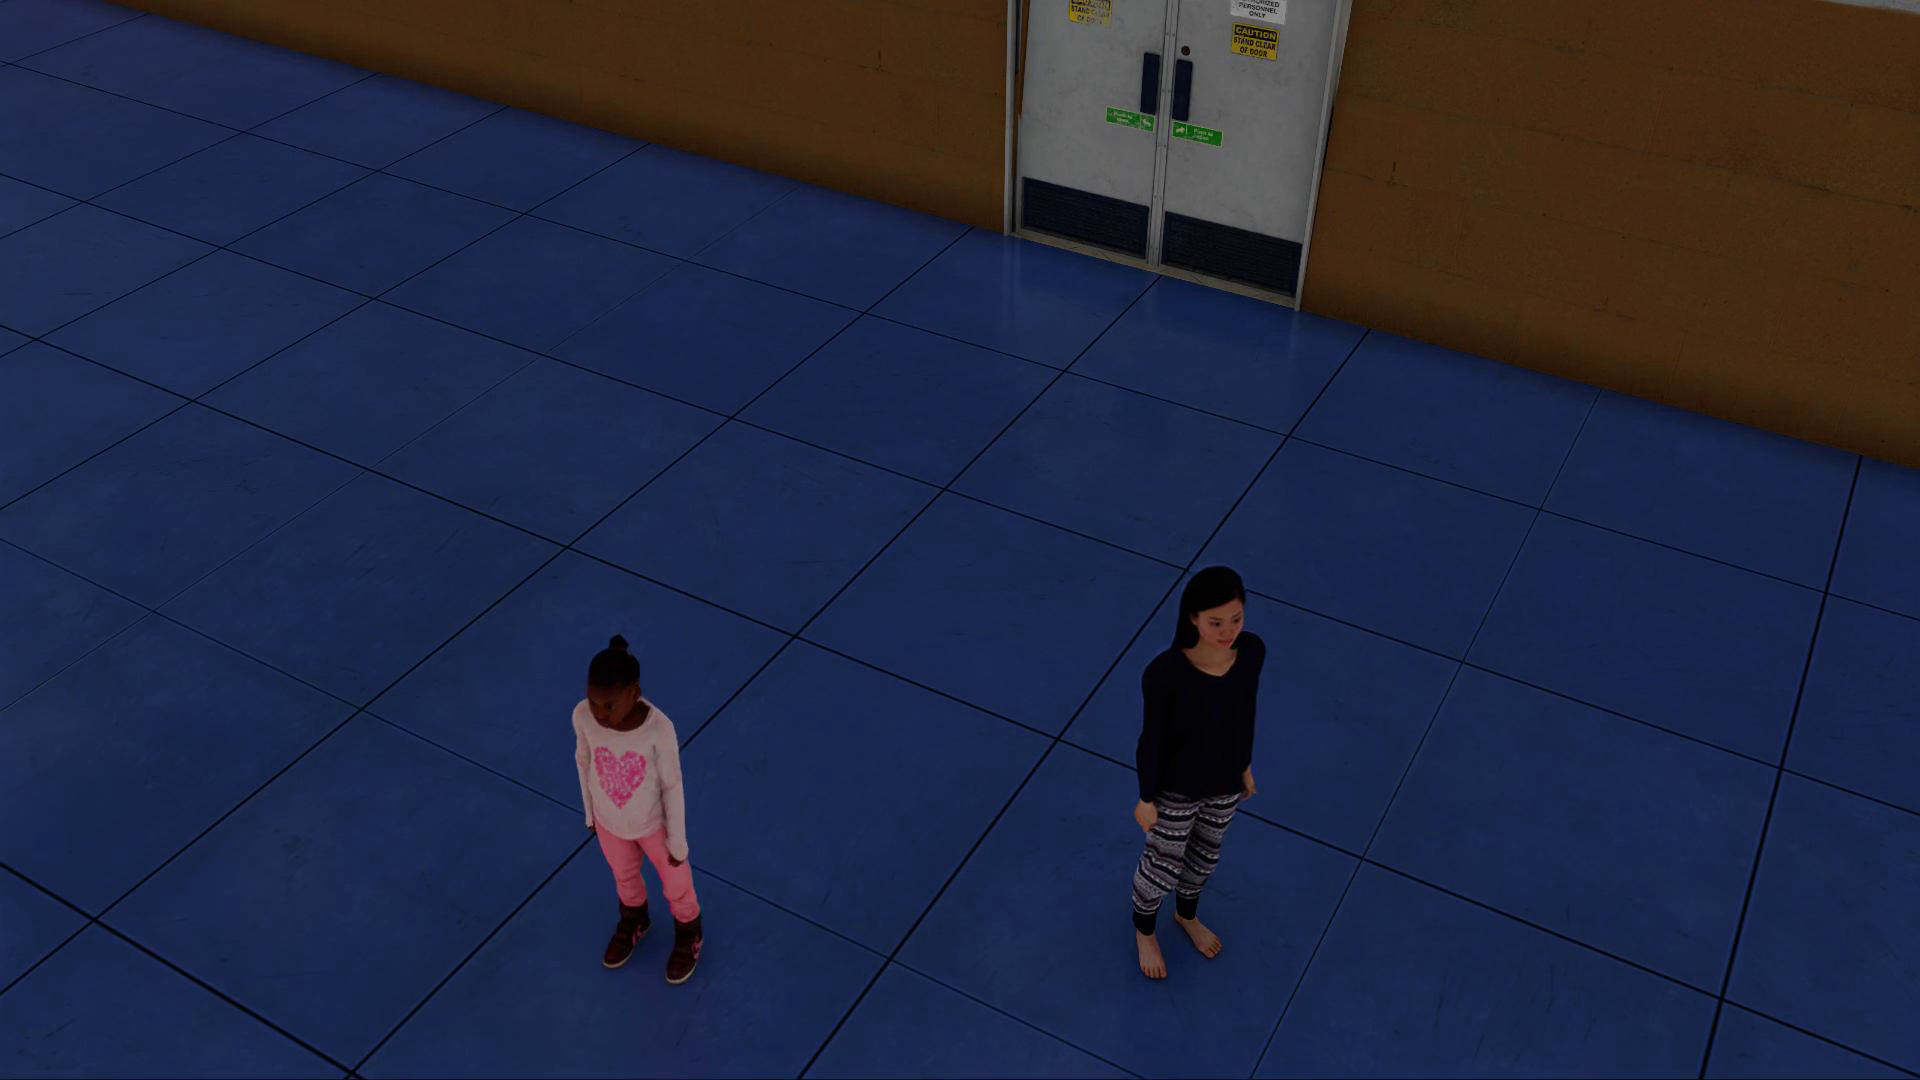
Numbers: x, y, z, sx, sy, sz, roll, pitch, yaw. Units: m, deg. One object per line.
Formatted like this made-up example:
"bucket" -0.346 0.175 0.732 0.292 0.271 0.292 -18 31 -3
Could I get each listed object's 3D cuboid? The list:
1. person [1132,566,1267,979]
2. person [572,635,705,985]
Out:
"person" 0.791 0.781 5.607 0.647 1.734 0.745 -15 40 -20
"person" -1.104 0.906 5.679 0.599 1.448 0.563 10 38 13
